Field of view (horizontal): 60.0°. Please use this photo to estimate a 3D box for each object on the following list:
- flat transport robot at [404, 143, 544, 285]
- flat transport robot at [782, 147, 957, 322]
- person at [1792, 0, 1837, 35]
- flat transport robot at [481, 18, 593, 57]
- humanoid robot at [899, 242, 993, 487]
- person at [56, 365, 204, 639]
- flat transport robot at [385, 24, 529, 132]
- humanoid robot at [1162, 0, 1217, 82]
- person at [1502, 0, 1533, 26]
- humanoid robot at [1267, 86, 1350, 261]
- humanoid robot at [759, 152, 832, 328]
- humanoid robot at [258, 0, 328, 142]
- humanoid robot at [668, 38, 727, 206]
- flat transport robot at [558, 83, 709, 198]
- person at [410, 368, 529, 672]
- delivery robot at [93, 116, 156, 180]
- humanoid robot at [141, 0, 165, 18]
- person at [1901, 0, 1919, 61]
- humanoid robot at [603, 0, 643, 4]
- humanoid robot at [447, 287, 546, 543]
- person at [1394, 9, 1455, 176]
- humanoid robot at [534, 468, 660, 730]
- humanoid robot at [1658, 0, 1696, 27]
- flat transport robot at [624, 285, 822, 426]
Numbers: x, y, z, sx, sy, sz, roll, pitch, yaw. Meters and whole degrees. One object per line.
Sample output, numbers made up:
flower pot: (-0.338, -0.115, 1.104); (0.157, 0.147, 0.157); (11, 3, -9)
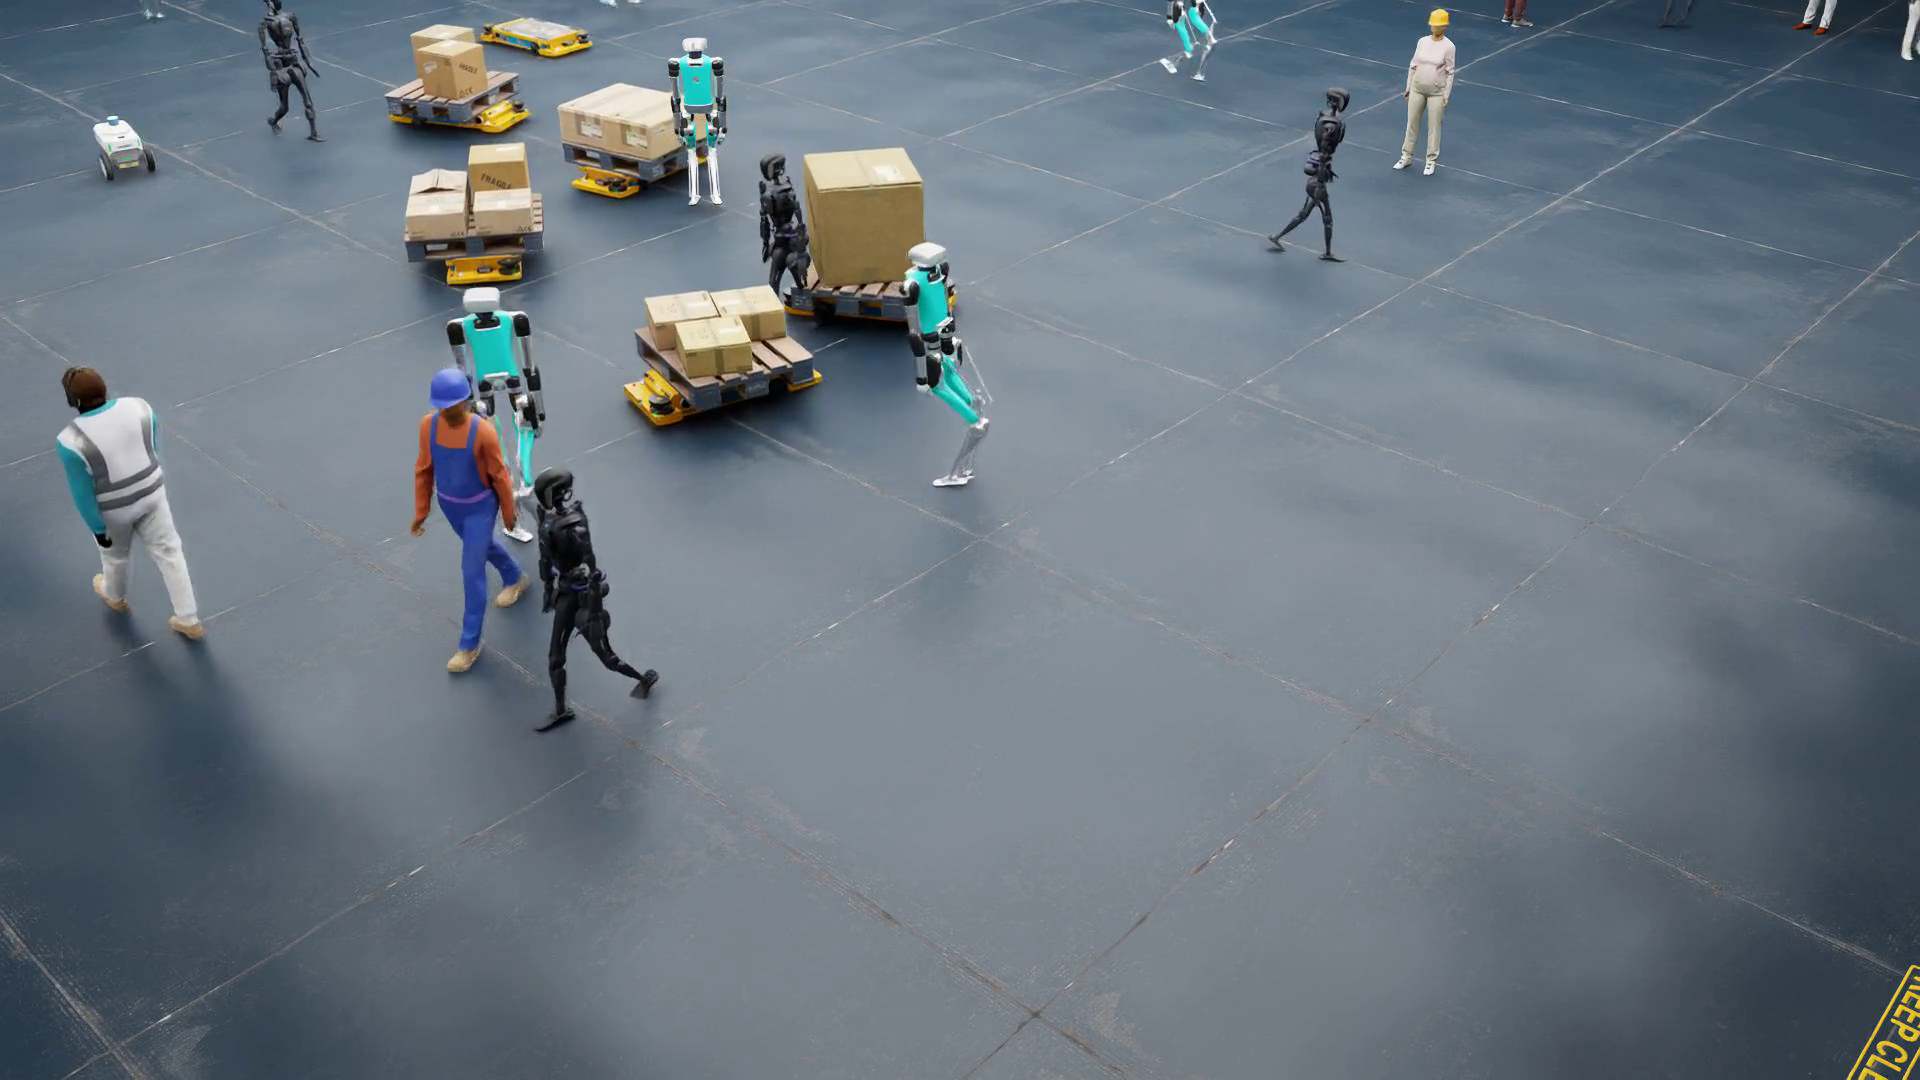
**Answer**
flat transport robot: (-4.495, -2.752, 15.585); (0.659, 0.231, 1.431); (-6, 32, -10)
flat transport robot: (-0.799, -2.122, 14.572); (1.431, 0.231, 0.659); (7, 33, 11)
person: (11.503, -7.631, 21.964); (0.367, 1.831, 0.503); (-17, 36, -25)
flat transport robot: (-5.546, -6.582, 21.752); (1.431, 0.231, 0.659); (21, 38, 30)
humanoid robot: (-0.013, -1.186, 11.668); (0.758, 1.775, 0.533); (16, 35, 23)
person: (-5.123, -0.256, 10.124); (0.966, 1.791, 0.619); (23, 38, 32)
flat transport robot: (-5.749, -4.921, 19.077); (1.431, 0.231, 0.659); (10, 33, 15)
humanoid robot: (2.774, -6.299, 19.915); (0.561, 1.727, 1.031); (-14, 35, -22)
person: (7.622, -7.832, 22.310); (0.380, 1.806, 0.548); (-9, 33, -14)
humanoid robot: (3.270, -3.377, 15.320); (0.768, 1.644, 0.612); (10, 33, 15)
humanoid robot: (-1.430, -2.437, 13.803); (0.785, 1.623, 0.606); (-26, 40, -35)
humanoid robot: (-7.400, -5.204, 18.223); (0.698, 1.637, 0.601); (16, 35, 24)
humanoid robot: (-2.541, -4.141, 16.304); (0.533, 1.677, 0.735); (-3, 32, -5)
flat transport robot: (-3.351, -3.928, 17.479); (0.659, 0.231, 1.431); (18, 36, 26)
person: (-2.947, -0.230, 10.027); (0.522, 1.861, 1.014); (10, 33, 16)
delivery robot: (-8.876, -4.162, 17.598); (0.515, 0.609, 0.780); (-21, 37, -29)
humanoid robot: (-11.147, -7.900, 22.484); (0.537, 1.761, 0.797); (-24, 39, -33)
person: (12.168, -6.833, 20.868); (0.524, 1.625, 0.387); (2, 32, 4)
humanoid robot: (-4.673, -8.196, 22.960); (0.965, 1.746, 0.555); (17, 36, 25)
humanoid robot: (-2.957, -0.699, 10.887); (0.596, 1.771, 0.867); (-7, 33, -11)
person: (4.873, -4.663, 17.307); (0.481, 1.696, 0.323); (20, 37, 29)
humanoid robot: (-2.120, 0.315, 9.373); (0.763, 1.650, 0.614); (-27, 41, -36)
humanoid robot: (9.707, -7.682, 22.194); (0.454, 1.647, 0.616); (-10, 33, -16)
flat transport robot: (-1.882, -1.280, 13.215); (1.431, 0.231, 0.659); (-18, 36, -27)
